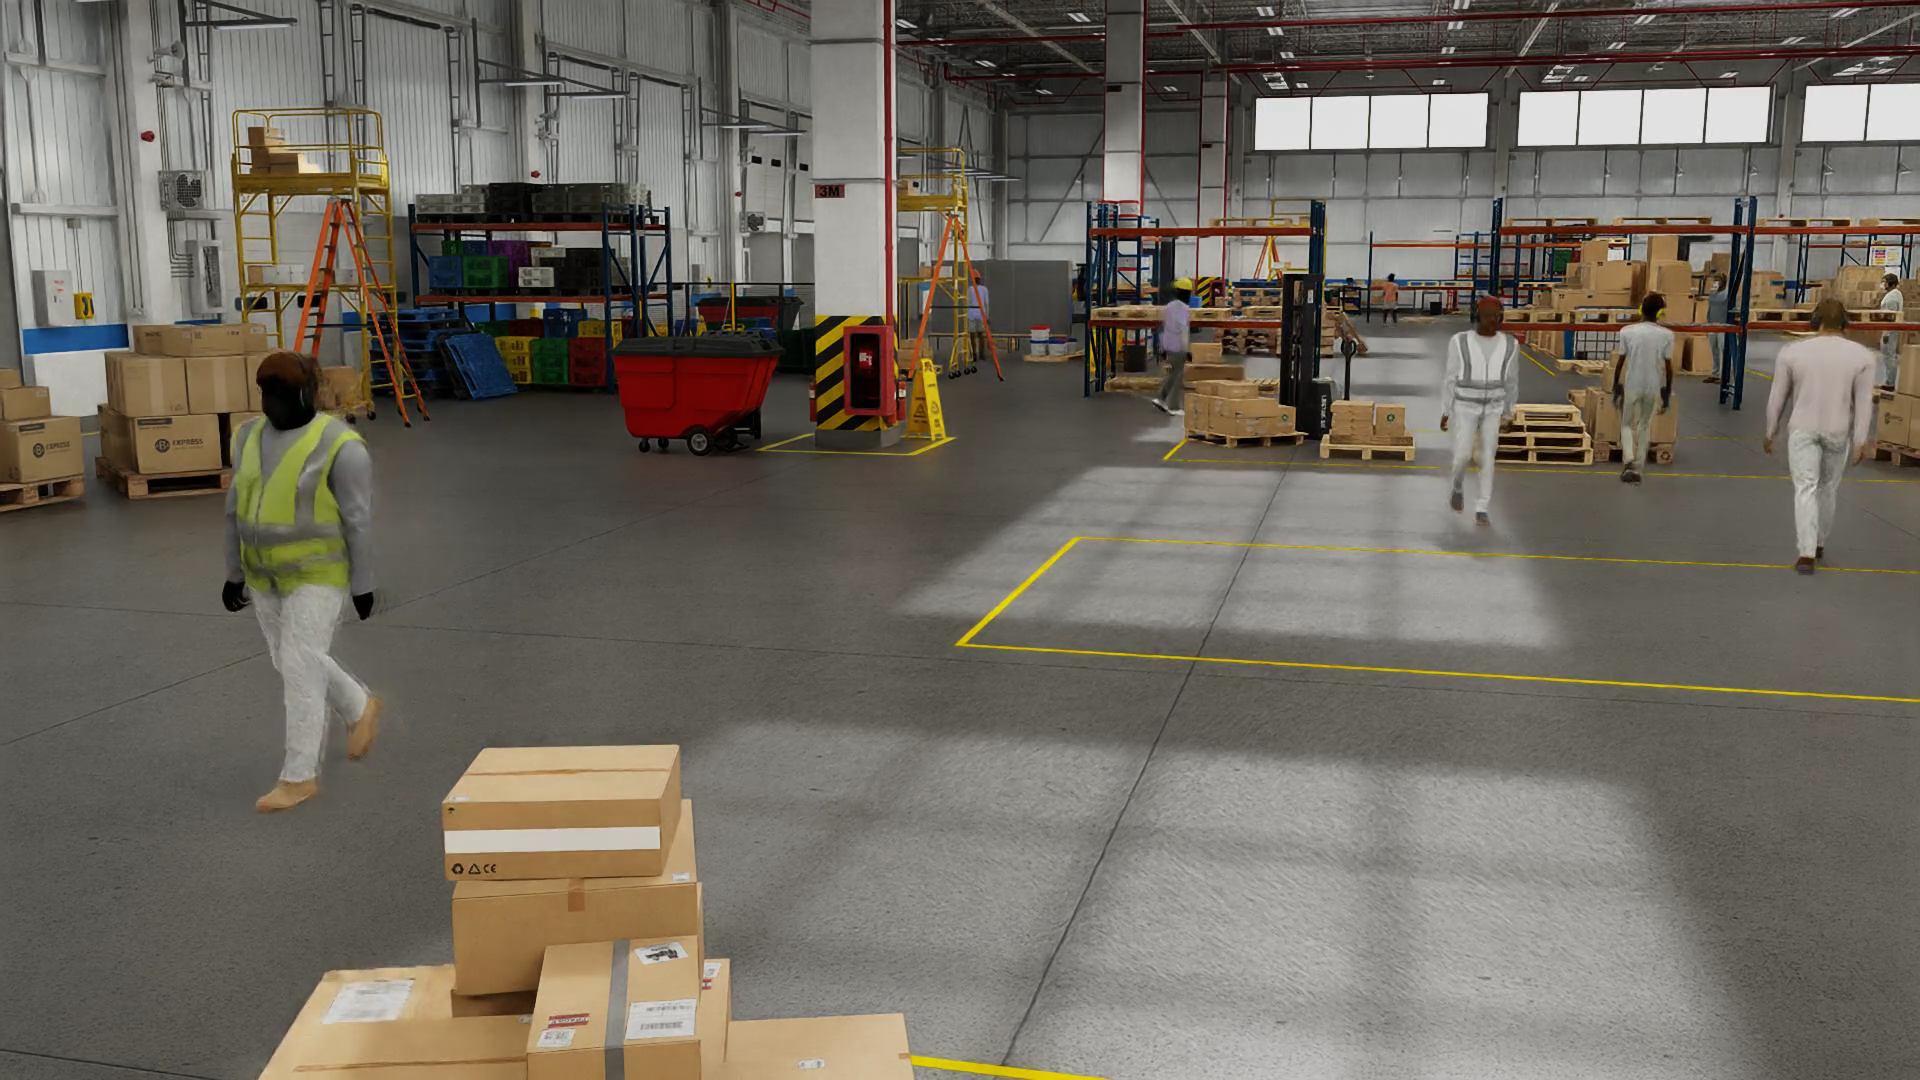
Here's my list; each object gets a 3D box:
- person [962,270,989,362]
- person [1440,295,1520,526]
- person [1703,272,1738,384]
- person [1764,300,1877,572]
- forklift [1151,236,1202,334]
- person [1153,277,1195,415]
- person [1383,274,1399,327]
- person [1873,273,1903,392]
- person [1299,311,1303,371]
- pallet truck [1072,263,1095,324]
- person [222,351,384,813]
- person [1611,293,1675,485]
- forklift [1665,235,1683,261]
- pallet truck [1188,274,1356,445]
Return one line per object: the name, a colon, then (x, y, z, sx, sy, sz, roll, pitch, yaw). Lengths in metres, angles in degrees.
person: (0.310, -4.693, 34.857, 0.542, 1.919, 0.504, -2, 10, -14)
person: (4.215, -1.051, 13.549, 0.620, 1.870, 0.493, 0, 10, 1)
person: (13.117, -3.648, 28.705, 0.367, 1.931, 0.631, -3, 10, -16)
person: (6.032, -0.737, 11.711, 0.652, 1.886, 1.042, 3, 10, 18)
forklift: (5.866, -7.214, 46.878, 1.873, 2.768, 1.129, 2, 10, 14)
person: (3.013, -2.663, 22.952, 0.463, 1.904, 0.629, -2, 10, -14)
person: (13.589, -7.539, 52.353, 0.564, 1.661, 0.798, 8, 12, 38)
person: (15.168, -3.385, 27.147, 0.378, 1.931, 0.625, 6, 11, 32)
person: (6.683, -4.093, 31.862, 0.319, 1.740, 0.483, 7, 12, 37)
pallet truck: (4.325, -8.180, 55.162, 0.823, 1.965, 1.885, 6, 11, 31)
person: (-2.656, 0.126, 6.814, 0.625, 1.814, 0.827, 4, 10, 22)
person: (6.517, -1.436, 15.896, 0.546, 1.840, 0.399, 3, 10, 16)
forklift: (20.994, -7.589, 49.086, 1.873, 2.768, 1.129, 5, 11, 29)
pallet truck: (3.653, -2.138, 19.590, 1.885, 1.965, 0.823, -4, 10, -20)
